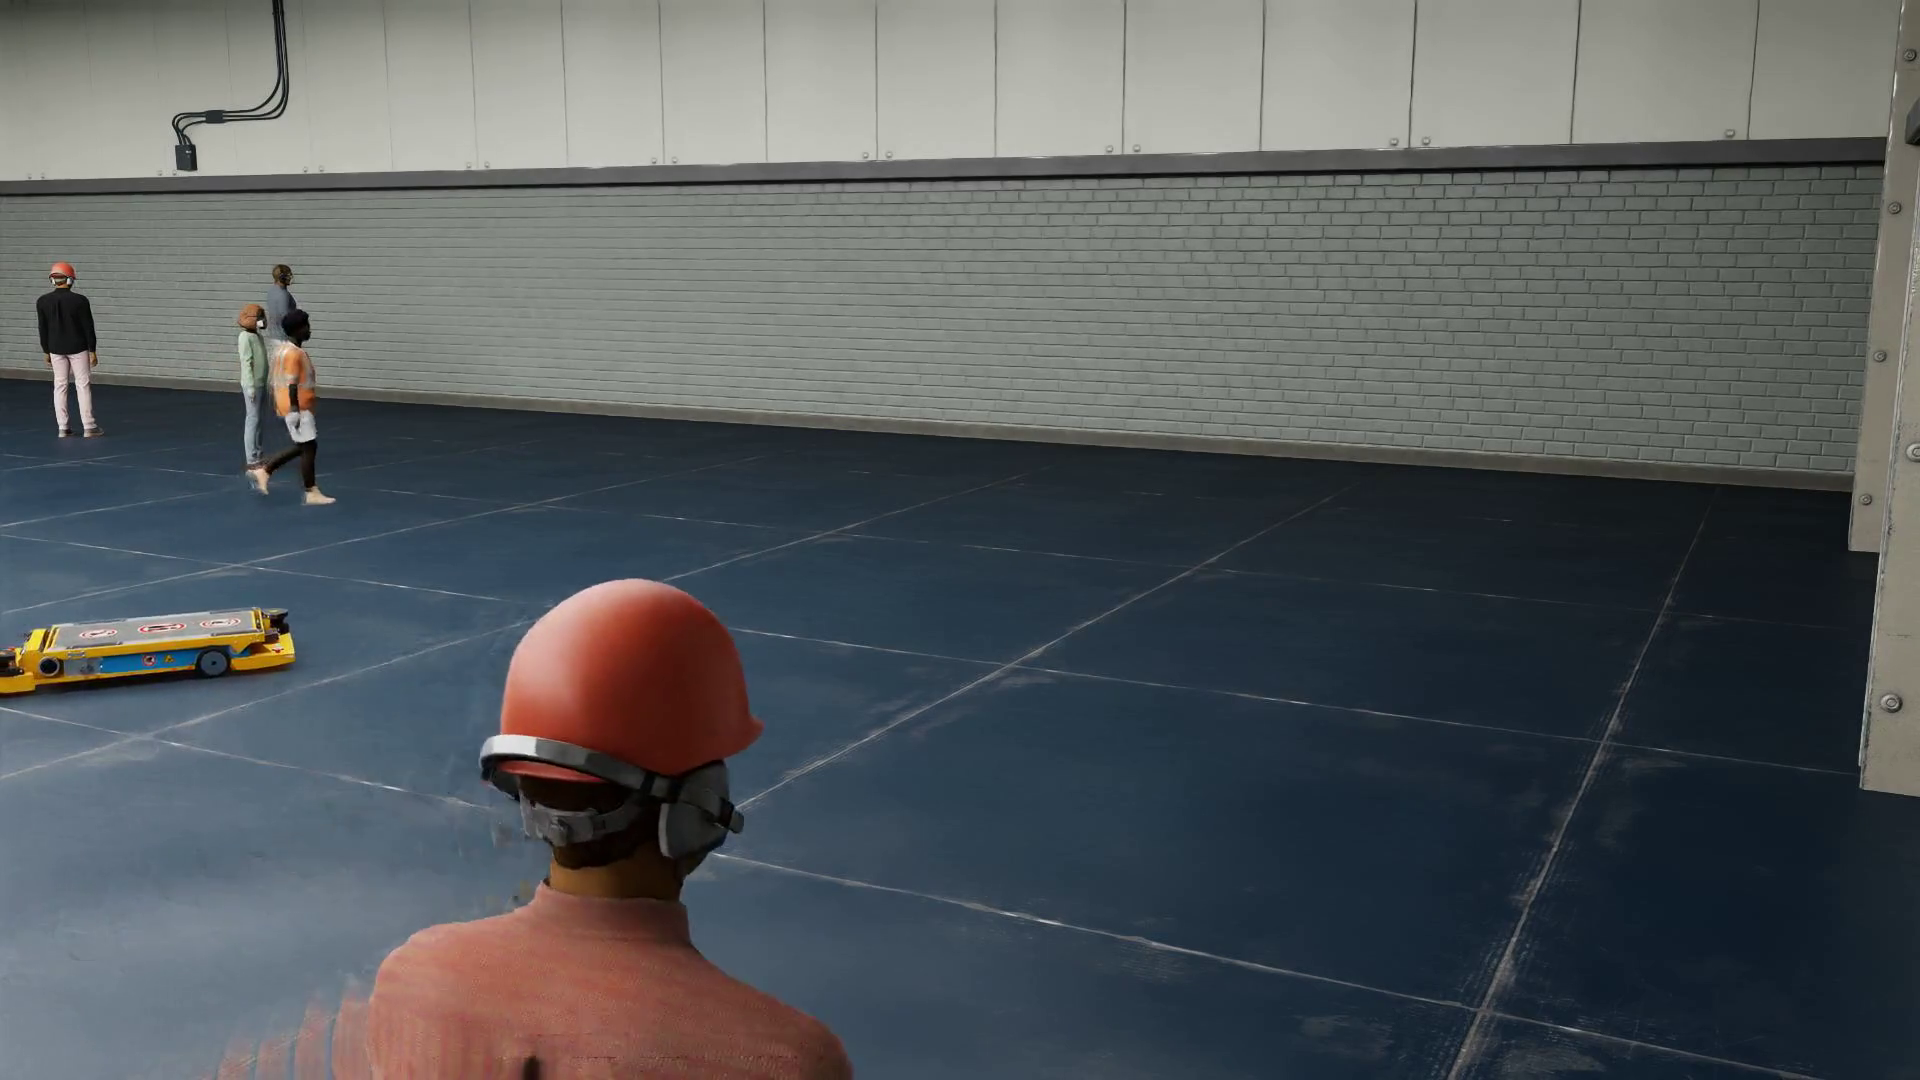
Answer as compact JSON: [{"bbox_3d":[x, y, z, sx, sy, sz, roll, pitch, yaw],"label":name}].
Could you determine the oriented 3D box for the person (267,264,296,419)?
[{"bbox_3d":[-8.494,-2.498,20.944,0.373,1.940,0.628,-8,13,-36],"label":"person"}]

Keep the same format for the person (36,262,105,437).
[{"bbox_3d":[-10.152,-2.163,18.974,0.609,1.993,0.382,-1,10,-3],"label":"person"}]

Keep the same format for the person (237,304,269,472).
[{"bbox_3d":[-6.871,-1.485,16.250,0.269,1.632,0.509,-1,10,-7],"label":"person"}]

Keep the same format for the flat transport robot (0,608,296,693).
[{"bbox_3d":[-4.302,0.565,8.791,1.431,0.197,0.652,-5,11,-24],"label":"flat transport robot"}]

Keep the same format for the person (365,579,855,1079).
[{"bbox_3d":[-0.314,0.999,1.844,0.645,1.942,1.002,5,11,25],"label":"person"}]

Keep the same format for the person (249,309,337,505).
[{"bbox_3d":[-5.709,-1.114,14.132,0.625,1.681,0.538,-3,11,-17],"label":"person"}]
